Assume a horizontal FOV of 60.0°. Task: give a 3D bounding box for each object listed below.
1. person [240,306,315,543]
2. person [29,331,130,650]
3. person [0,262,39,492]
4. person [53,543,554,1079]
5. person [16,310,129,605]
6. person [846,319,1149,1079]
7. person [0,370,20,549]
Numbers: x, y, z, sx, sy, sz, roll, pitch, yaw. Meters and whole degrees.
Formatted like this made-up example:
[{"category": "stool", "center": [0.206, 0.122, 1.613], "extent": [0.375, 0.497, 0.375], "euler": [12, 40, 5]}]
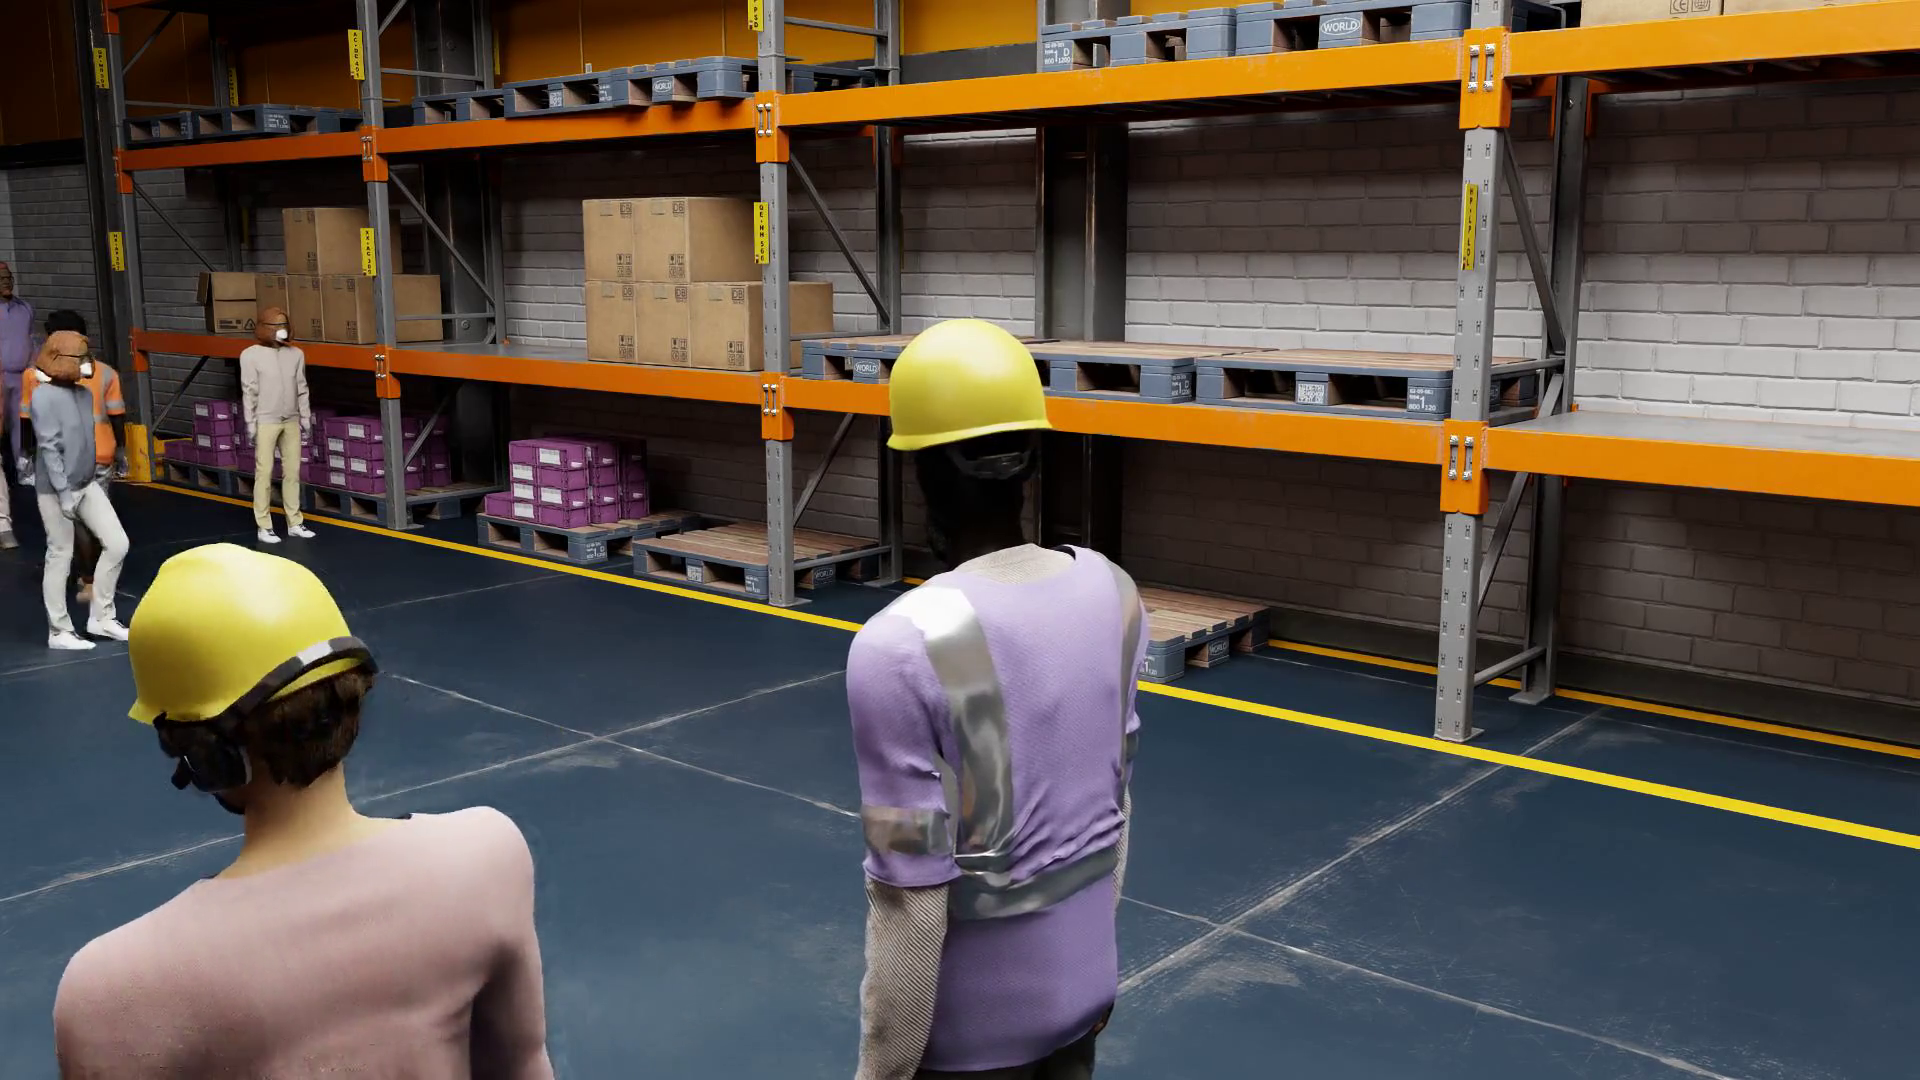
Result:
[{"category": "person", "center": [-4.715, -0.789, 11.499], "extent": [0.276, 1.613, 0.500], "euler": [6, 12, 33]}, {"category": "person", "center": [-4.417, -0.235, 8.347], "extent": [0.504, 1.616, 0.505], "euler": [1, 10, 5]}, {"category": "person", "center": [-7.965, -1.361, 13.913], "extent": [0.406, 1.909, 0.639], "euler": [5, 11, 25]}, {"category": "person", "center": [-0.629, 0.854, 1.790], "extent": [0.547, 1.728, 0.830], "euler": [-9, 13, -41]}, {"category": "person", "center": [-5.112, -0.474, 9.544], "extent": [0.700, 1.667, 0.544], "euler": [7, 12, 34]}, {"category": "person", "center": [0.034, 0.648, 2.419], "extent": [0.377, 1.922, 0.593], "euler": [8, 13, 37]}, {"category": "person", "center": [-6.606, -0.850, 10.982], "extent": [0.620, 1.934, 0.735], "euler": [-2, 10, -11]}]
